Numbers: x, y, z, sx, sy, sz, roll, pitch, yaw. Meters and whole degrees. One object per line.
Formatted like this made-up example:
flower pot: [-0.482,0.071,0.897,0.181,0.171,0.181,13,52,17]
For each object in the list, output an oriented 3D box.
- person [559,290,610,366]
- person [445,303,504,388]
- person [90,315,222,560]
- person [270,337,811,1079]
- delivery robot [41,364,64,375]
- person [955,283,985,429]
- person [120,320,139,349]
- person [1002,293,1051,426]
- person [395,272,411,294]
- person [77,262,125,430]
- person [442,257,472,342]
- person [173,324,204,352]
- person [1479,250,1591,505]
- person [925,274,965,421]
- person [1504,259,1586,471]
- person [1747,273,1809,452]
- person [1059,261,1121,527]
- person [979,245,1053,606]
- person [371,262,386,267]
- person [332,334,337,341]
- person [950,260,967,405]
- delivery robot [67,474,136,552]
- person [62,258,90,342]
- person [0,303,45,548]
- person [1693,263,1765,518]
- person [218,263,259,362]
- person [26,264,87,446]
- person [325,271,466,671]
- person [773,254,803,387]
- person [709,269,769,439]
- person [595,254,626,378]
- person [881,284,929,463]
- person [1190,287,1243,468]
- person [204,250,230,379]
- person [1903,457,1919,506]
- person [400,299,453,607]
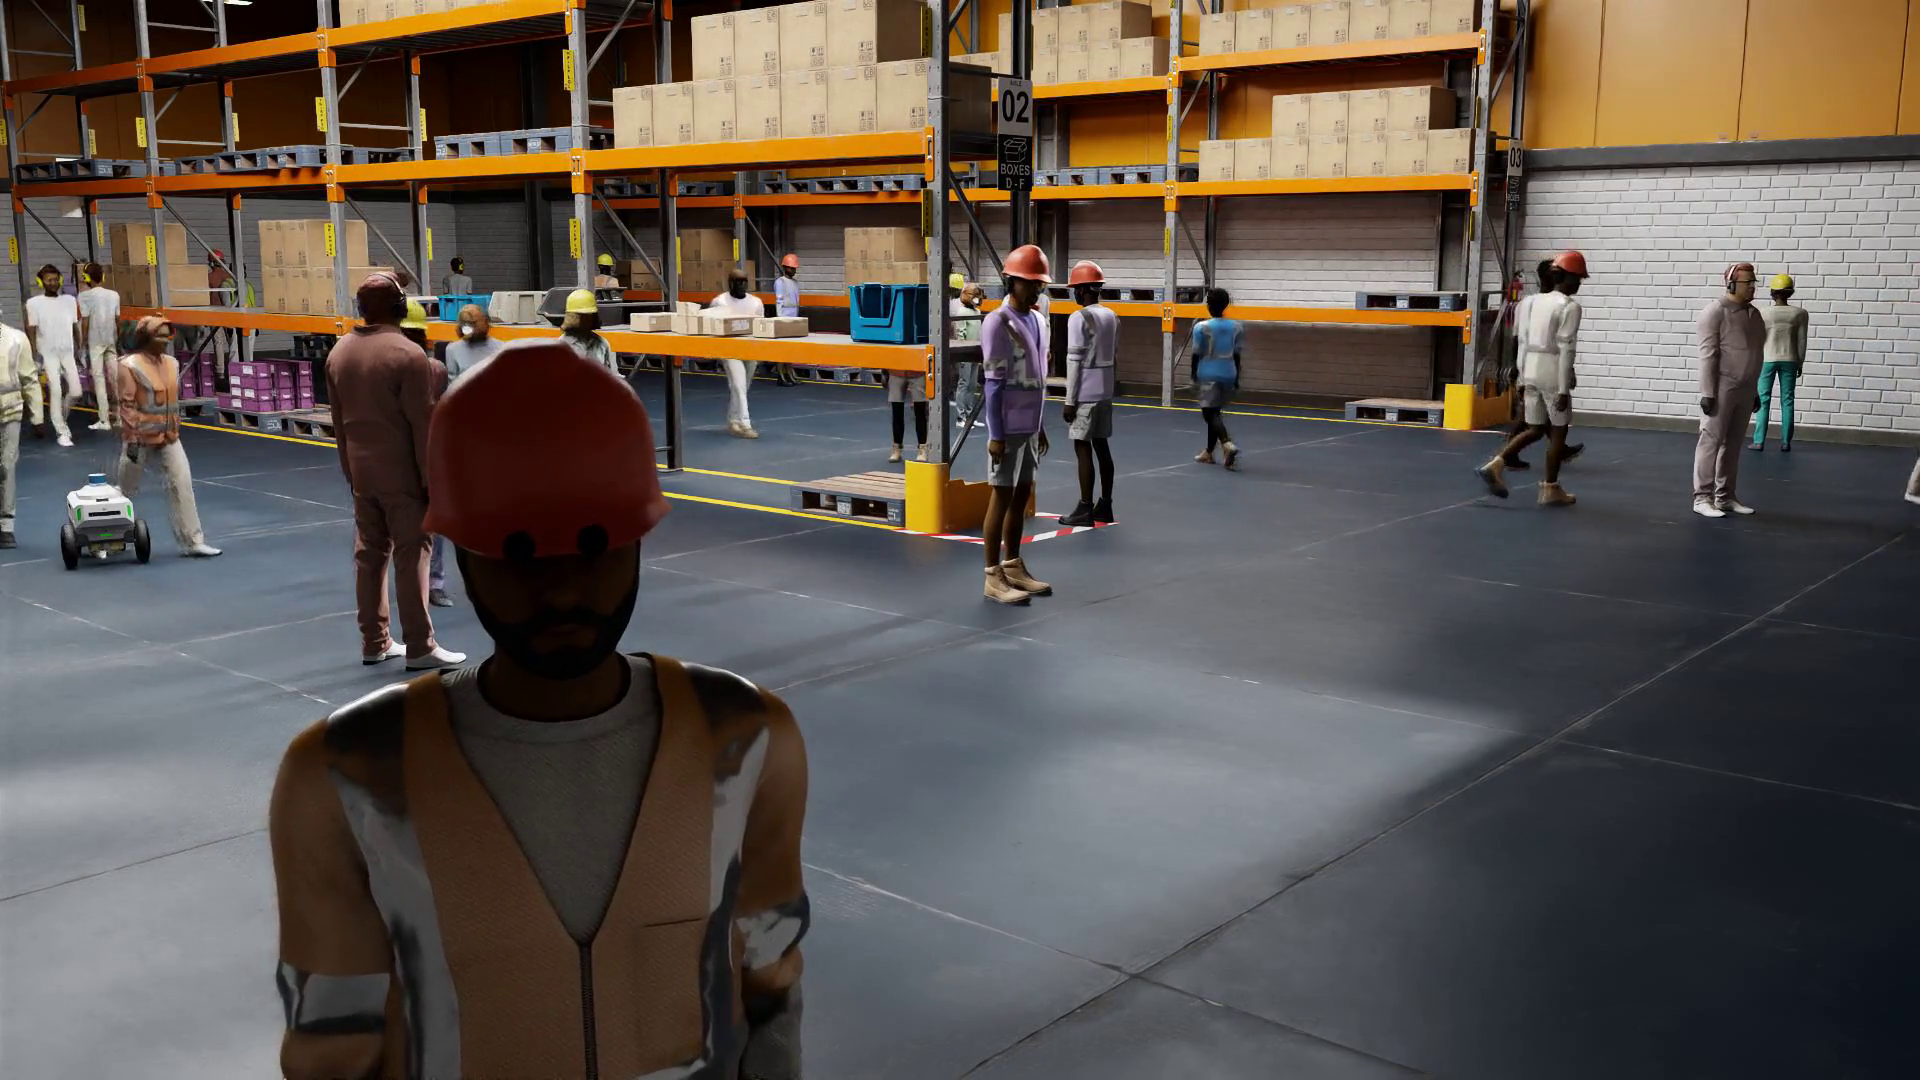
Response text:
person: [-2.567,-0.825,11.405,0.353,1.745,0.510,9,13,40]
person: [-3.579,-0.961,12.464,0.557,1.612,0.383,1,10,7]
person: [-5.327,-0.665,10.853,0.831,1.598,0.525,3,10,17]
person: [-0.399,0.760,1.747,0.547,1.938,0.377,-5,11,-24]
delivery robot: [-12.609,-2.375,23.264,0.477,0.478,0.707,-1,10,-4]
person: [0.118,-2.066,18.703,0.273,1.632,0.508,5,11,25]
person: [-12.144,-3.167,24.445,0.571,1.817,0.683,2,10,11]
person: [0.764,-2.196,18.883,0.601,1.828,0.404,-3,11,-19]
person: [-9.413,-3.758,28.389,0.604,1.613,0.514,0,10,-2]
person: [-9.604,-2.163,18.598,0.310,1.865,0.532,5,11,28]
person: [-8.420,-3.806,27.957,0.513,1.866,0.331,0,10,0]
person: [-11.593,-3.209,24.813,0.594,1.781,0.940,-5,11,-24]
person: [4.516,-1.252,12.998,0.771,2.011,0.632,-3,10,-16]
person: [-0.224,-2.234,19.403,0.613,1.721,0.530,-4,11,-20]
person: [5.376,-1.587,15.157,0.996,1.911,0.635,-3,10,-14]
person: [8.138,-1.759,16.568,0.525,1.772,0.300,2,10,10]
person: [0.932,-1.065,12.168,0.381,1.932,0.541,8,13,38]
person: [0.354,-0.655,9.523,0.400,2.037,0.608,6,11,29]
person: [-7.295,-2.587,21.055,1.013,1.851,0.673,6,12,30]
person: [-8.375,-2.952,22.912,0.594,1.924,0.381,-8,13,-40]
person: [-0.237,-2.709,21.605,0.625,1.891,0.766,-6,12,-31]
delivery robot: [-5.592,-0.188,10.815,0.477,0.478,0.707,-6,12,-31]
person: [-12.638,-3.093,23.831,0.770,1.901,0.645,3,10,14]
person: [-6.423,-0.817,11.051,0.626,1.814,0.624,-8,13,-38]
person: [5.843,-1.128,12.585,0.639,1.909,0.409,-6,12,-30]
person: [-10.258,-3.058,23.764,0.429,1.844,0.625,3,10,16]
person: [-9.270,-1.893,17.065,0.469,1.859,0.542,8,13,38]
person: [-2.710,-0.324,7.999,0.641,1.913,0.407,6,11,29]
person: [-2.496,-3.214,24.382,0.376,1.934,0.548,5,11,25]
person: [-2.388,-2.015,17.947,0.637,1.805,0.939,-6,12,-33]
person: [-5.485,-3.455,25.773,0.586,1.928,0.364,4,11,23]
person: [-0.501,-1.562,15.682,0.533,1.686,0.332,2,10,9]
person: [2.396,-1.496,15.358,0.537,1.673,0.758,-5,11,-26]
person: [-11.513,-3.510,25.897,0.382,1.995,0.612,7,12,33]
person: [7.765,-1.004,12.780,0.517,1.585,0.886,-7,12,-34]
person: [-3.184,-0.510,9.524,0.511,1.745,0.723,-8,12,-37]
